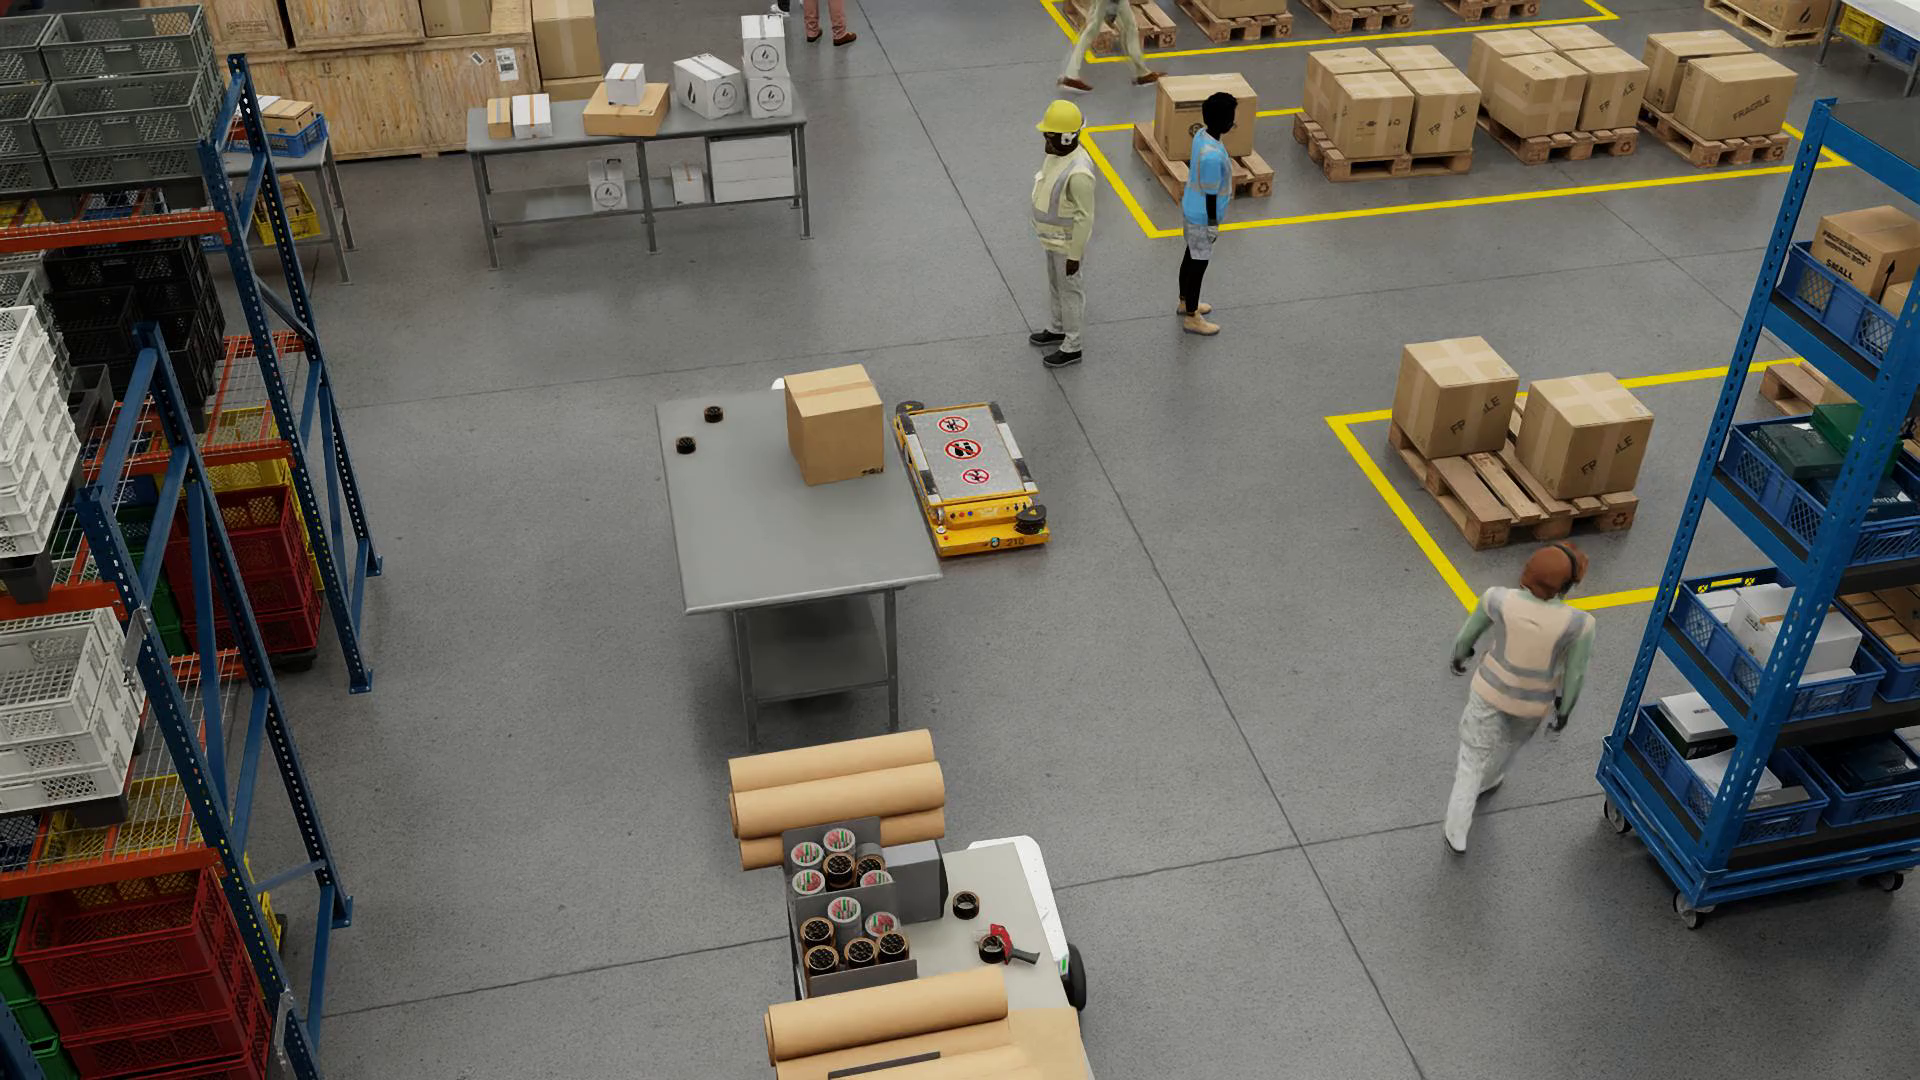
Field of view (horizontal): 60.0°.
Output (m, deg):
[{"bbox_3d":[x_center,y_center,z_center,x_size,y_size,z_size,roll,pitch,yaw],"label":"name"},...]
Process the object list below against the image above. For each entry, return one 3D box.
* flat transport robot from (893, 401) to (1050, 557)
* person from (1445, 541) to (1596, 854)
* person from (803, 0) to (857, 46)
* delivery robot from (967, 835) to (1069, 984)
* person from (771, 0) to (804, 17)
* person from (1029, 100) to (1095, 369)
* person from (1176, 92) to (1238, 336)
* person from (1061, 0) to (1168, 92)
[{"bbox_3d":[0.046,-0.430,10.108,0.652,0.197,1.431,-8,37,-10],"label":"flat transport robot"},{"bbox_3d":[2.479,0.702,7.478,0.558,1.608,0.646,13,39,17],"label":"person"},{"bbox_3d":[-1.295,-5.683,15.805,0.641,1.913,0.407,15,39,19],"label":"person"},{"bbox_3d":[0.232,1.590,7.082,0.477,0.478,0.707,-6,37,-8],"label":"delivery robot"},{"bbox_3d":[-1.703,-6.186,16.488,0.584,1.910,0.389,-18,40,-22],"label":"person"},{"bbox_3d":[0.665,-2.008,10.929,0.403,1.831,0.596,-8,37,-11],"label":"person"},{"bbox_3d":[1.676,-2.232,11.345,0.321,1.694,0.529,-1,37,-1],"label":"person"},{"bbox_3d":[1.384,-4.904,14.852,1.025,1.813,0.531,-11,38,-15],"label":"person"}]
